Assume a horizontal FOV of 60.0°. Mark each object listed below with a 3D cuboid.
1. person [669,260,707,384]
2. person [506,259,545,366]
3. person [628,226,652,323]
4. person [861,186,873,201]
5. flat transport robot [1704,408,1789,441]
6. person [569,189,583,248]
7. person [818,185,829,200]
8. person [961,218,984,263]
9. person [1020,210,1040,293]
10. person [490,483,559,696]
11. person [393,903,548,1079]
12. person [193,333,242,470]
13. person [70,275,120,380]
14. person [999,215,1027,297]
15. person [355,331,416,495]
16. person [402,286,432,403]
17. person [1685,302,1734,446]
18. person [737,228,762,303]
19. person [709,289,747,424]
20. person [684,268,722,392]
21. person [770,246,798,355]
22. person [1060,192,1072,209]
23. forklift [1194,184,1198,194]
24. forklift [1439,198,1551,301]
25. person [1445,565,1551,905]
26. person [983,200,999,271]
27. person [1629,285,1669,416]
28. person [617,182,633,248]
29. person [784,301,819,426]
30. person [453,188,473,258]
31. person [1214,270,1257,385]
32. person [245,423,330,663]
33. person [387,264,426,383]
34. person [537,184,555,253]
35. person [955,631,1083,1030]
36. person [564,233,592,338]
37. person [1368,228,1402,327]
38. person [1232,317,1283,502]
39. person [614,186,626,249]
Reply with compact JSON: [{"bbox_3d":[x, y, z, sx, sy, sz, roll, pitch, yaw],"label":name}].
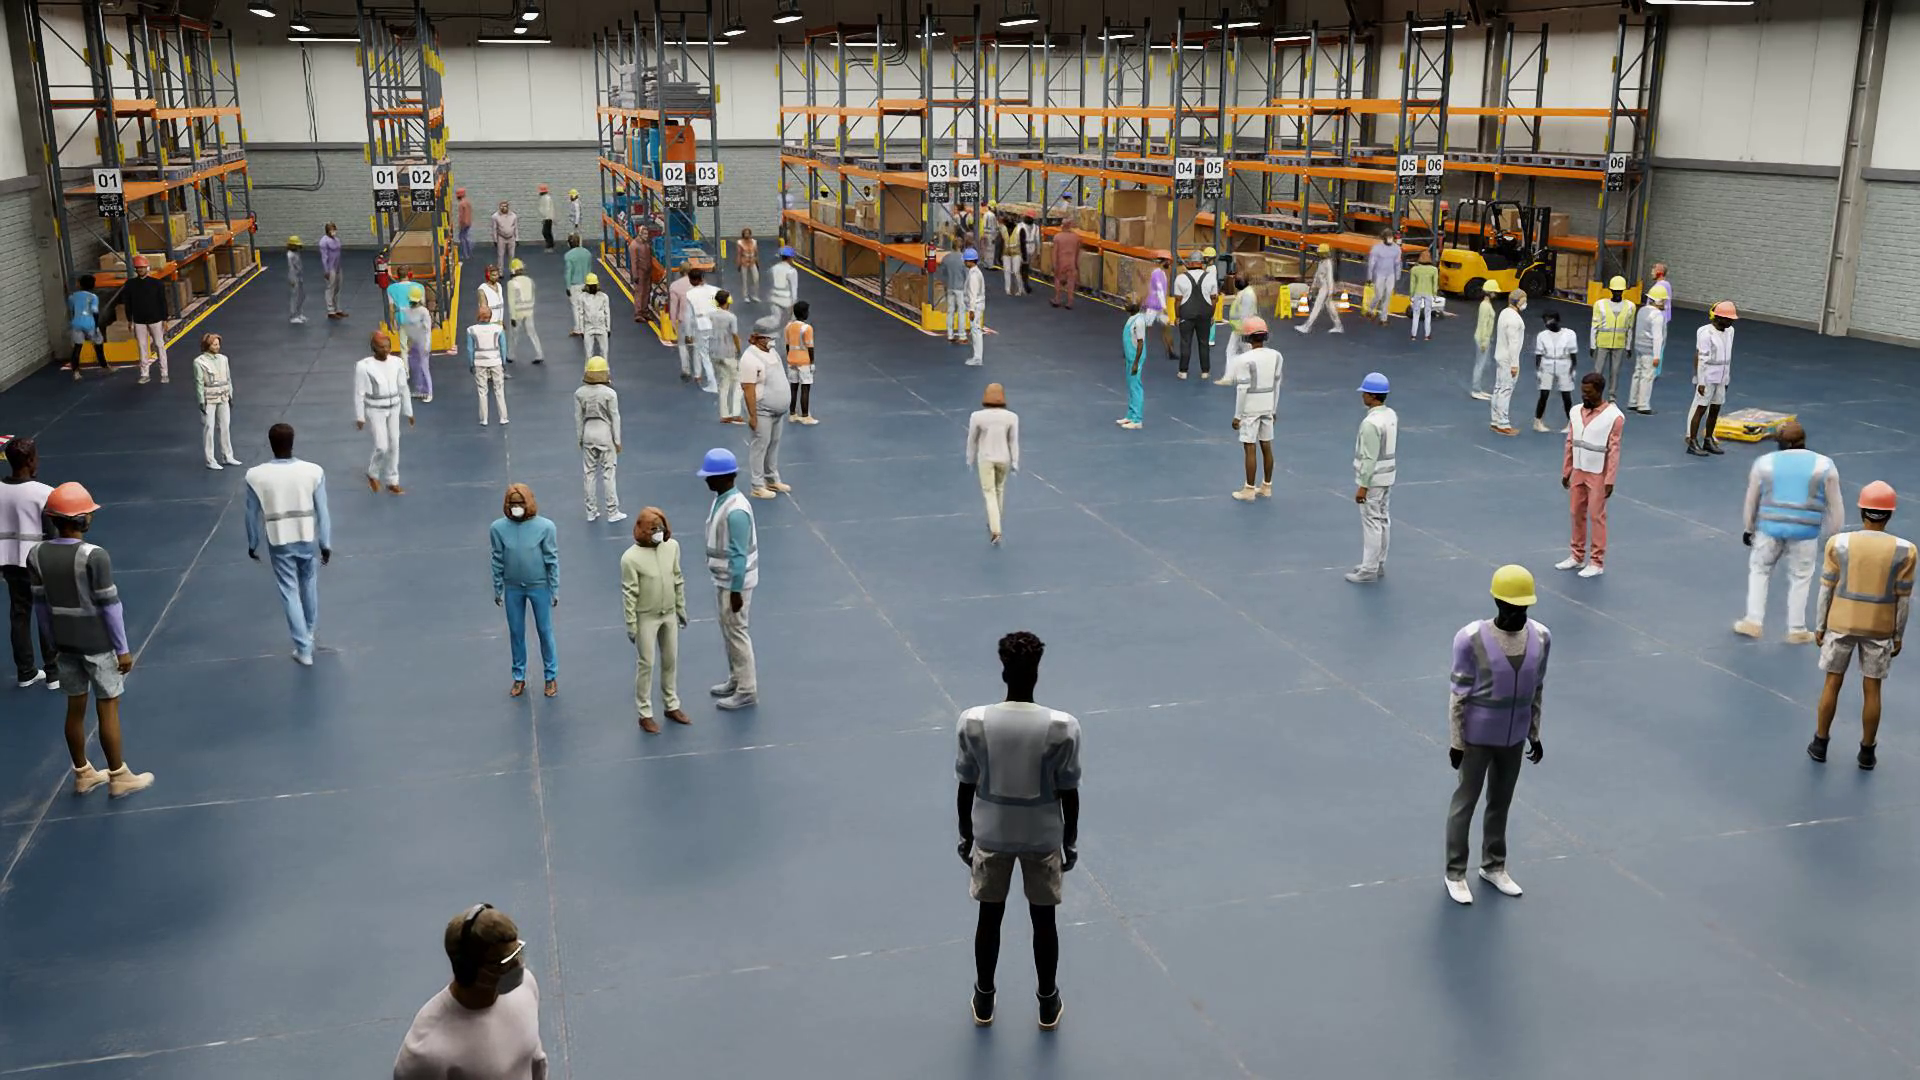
[{"bbox_3d":[-4.225,-3.421,26.069,0.689,1.908,0.724,-5,16,-17],"label":"person"},{"bbox_3d":[-7.300,-3.780,27.665,0.952,1.782,0.609,10,18,32],"label":"person"},{"bbox_3d":[-6.313,-5.288,33.125,0.401,1.893,0.652,5,16,19],"label":"person"},{"bbox_3d":[-2.712,-9.541,49.203,0.511,1.859,0.332,9,17,30],"label":"person"},{"bbox_3d":[10.563,-1.547,22.150,1.431,0.197,0.652,-13,20,-41],"label":"flat transport robot"},{"bbox_3d":[-11.031,-9.159,47.806,0.403,1.828,0.596,-3,15,-9],"label":"person"},{"bbox_3d":[-3.928,-9.252,47.968,0.369,1.928,0.586,-3,15,-10],"label":"person"},{"bbox_3d":[0.280,-6.487,37.982,0.541,1.718,0.936,-7,16,-25],"label":"person"},{"bbox_3d":[1.589,-6.599,38.067,0.552,1.881,1.004,-5,16,-19],"label":"person"},{"bbox_3d":[-3.218,0.367,12.351,0.500,1.627,0.278,0,15,1],"label":"person"},{"bbox_3d":[-1.533,2.066,5.382,0.374,1.932,0.626,6,16,20],"label":"person"},{"bbox_3d":[-8.956,-1.667,19.999,0.313,1.634,0.514,6,16,21],"label":"person"},{"bbox_3d":[-13.873,-3.387,26.428,0.631,1.637,0.843,3,15,11],"label":"person"},{"bbox_3d":[1.230,-6.399,37.500,0.739,1.799,0.458,9,17,30],"label":"person"},{"bbox_3d":[-6.425,-1.409,18.573,0.407,1.867,0.600,11,19,37],"label":"person"},{"bbox_3d":[-7.937,-2.861,24.311,0.622,1.721,0.447,8,17,29],"label":"person"},{"bbox_3d":[9.632,-2.130,21.310,0.503,1.861,0.325,-2,15,-8],"label":"person"},{"bbox_3d":[-4.577,-5.951,36.131,0.552,1.613,0.665,-8,17,-29],"label":"person"},{"bbox_3d":[-3.155,-2.490,22.695,0.548,1.845,0.387,11,19,36],"label":"person"},{"bbox_3d":[-3.861,-3.173,25.187,0.615,1.875,0.495,-12,19,-38],"label":"person"},{"bbox_3d":[-3.038,-4.142,28.844,0.620,1.884,1.039,8,17,27],"label":"person"},{"bbox_3d":[2.877,-8.542,45.389,0.388,1.884,0.712,0,15,-1],"label":"person"},{"bbox_3d":[7.392,-11.333,53.972,1.873,2.768,1.129,-4,15,-15],"label":"forklift"},{"bbox_3d":[11.913,-6.508,37.130,2.313,2.155,1.214,-4,15,-15],"label":"forklift"},{"bbox_3d":[2.966,1.059,9.169,0.589,1.928,0.385,-4,15,-15],"label":"person"},{"bbox_3d":[0.801,-7.836,42.856,0.405,1.822,0.591,-4,15,-15],"label":"person"},{"bbox_3d":[9.686,-2.659,23.349,0.404,1.828,0.602,-1,15,-4],"label":"person"},{"bbox_3d":[-9.956,-9.648,49.404,0.637,1.959,0.769,-4,15,-15],"label":"person"},{"bbox_3d":[-2.165,-2.410,22.658,0.540,1.697,0.318,14,20,42],"label":"person"},{"bbox_3d":[-13.808,-8.800,46.213,0.433,1.952,0.663,1,15,5],"label":"person"},{"bbox_3d":[4.459,-3.256,25.673,0.897,1.808,0.632,0,15,1],"label":"person"},{"bbox_3d":[-5.383,-0.008,13.305,0.597,1.873,0.956,-10,18,-33],"label":"person"},{"bbox_3d":[-8.637,-3.382,26.050,0.564,1.838,0.390,-5,16,-19],"label":"person"},{"bbox_3d":[-11.933,-9.243,47.873,0.555,1.955,0.713,-8,17,-29],"label":"person"},{"bbox_3d":[0.276,1.382,7.908,0.604,1.955,0.386,2,15,8],"label":"person"},{"bbox_3d":[-7.105,-4.738,30.984,0.364,1.933,0.630,10,18,34],"label":"person"},{"bbox_3d":[8.270,-5.107,32.395,0.647,1.919,0.441,-4,15,-14],"label":"person"},{"bbox_3d":[3.247,-1.434,18.334,0.609,2.040,0.394,-9,17,-30],"label":"person"},{"bbox_3d":[-9.764,-9.171,47.709,0.480,1.904,0.603,-8,17,-28],"label":"person"}]
